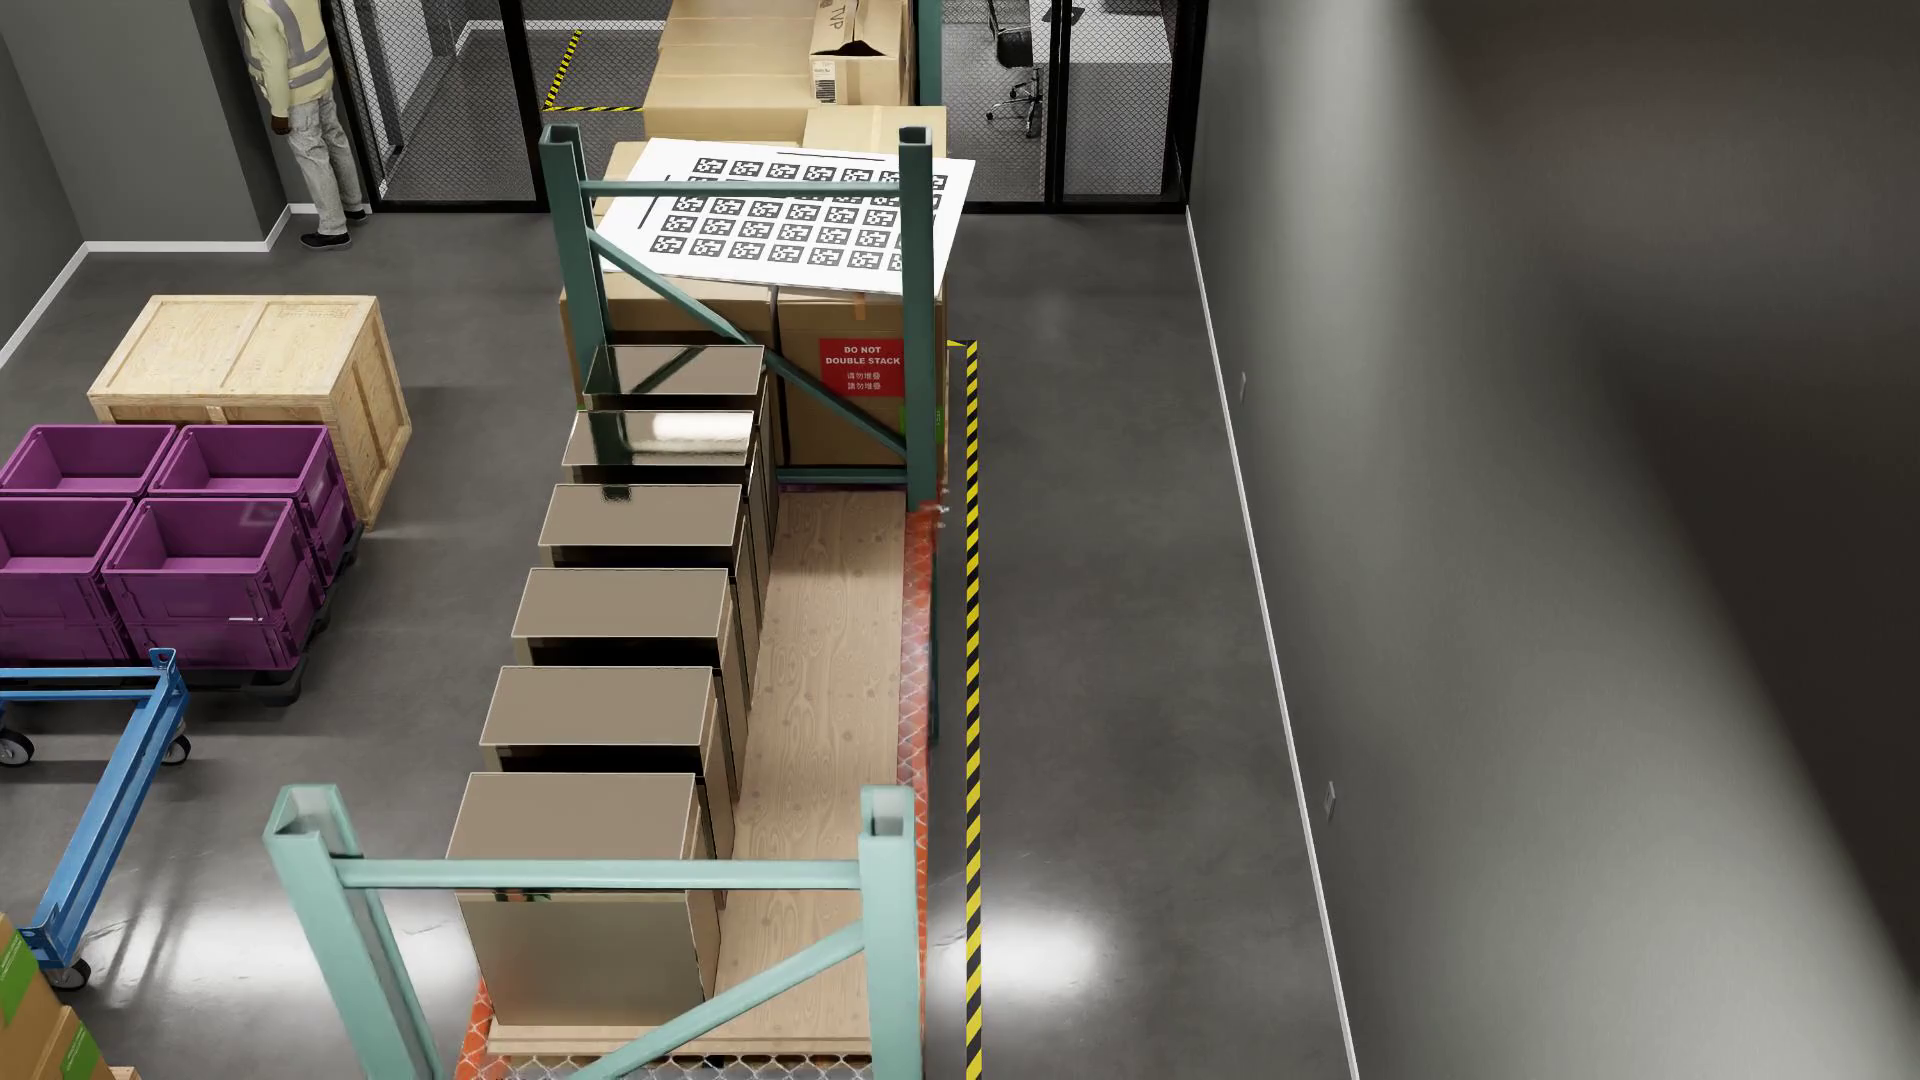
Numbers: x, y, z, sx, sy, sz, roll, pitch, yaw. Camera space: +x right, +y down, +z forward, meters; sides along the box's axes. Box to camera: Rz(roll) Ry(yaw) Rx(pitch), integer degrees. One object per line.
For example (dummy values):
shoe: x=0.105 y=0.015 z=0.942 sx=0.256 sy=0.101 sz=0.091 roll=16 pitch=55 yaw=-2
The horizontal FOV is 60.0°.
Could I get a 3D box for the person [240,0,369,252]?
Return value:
person: x=-3.476 y=-2.394 z=8.702 sx=0.404 sy=1.832 sz=0.600 roll=5 pitch=41 yaw=5
